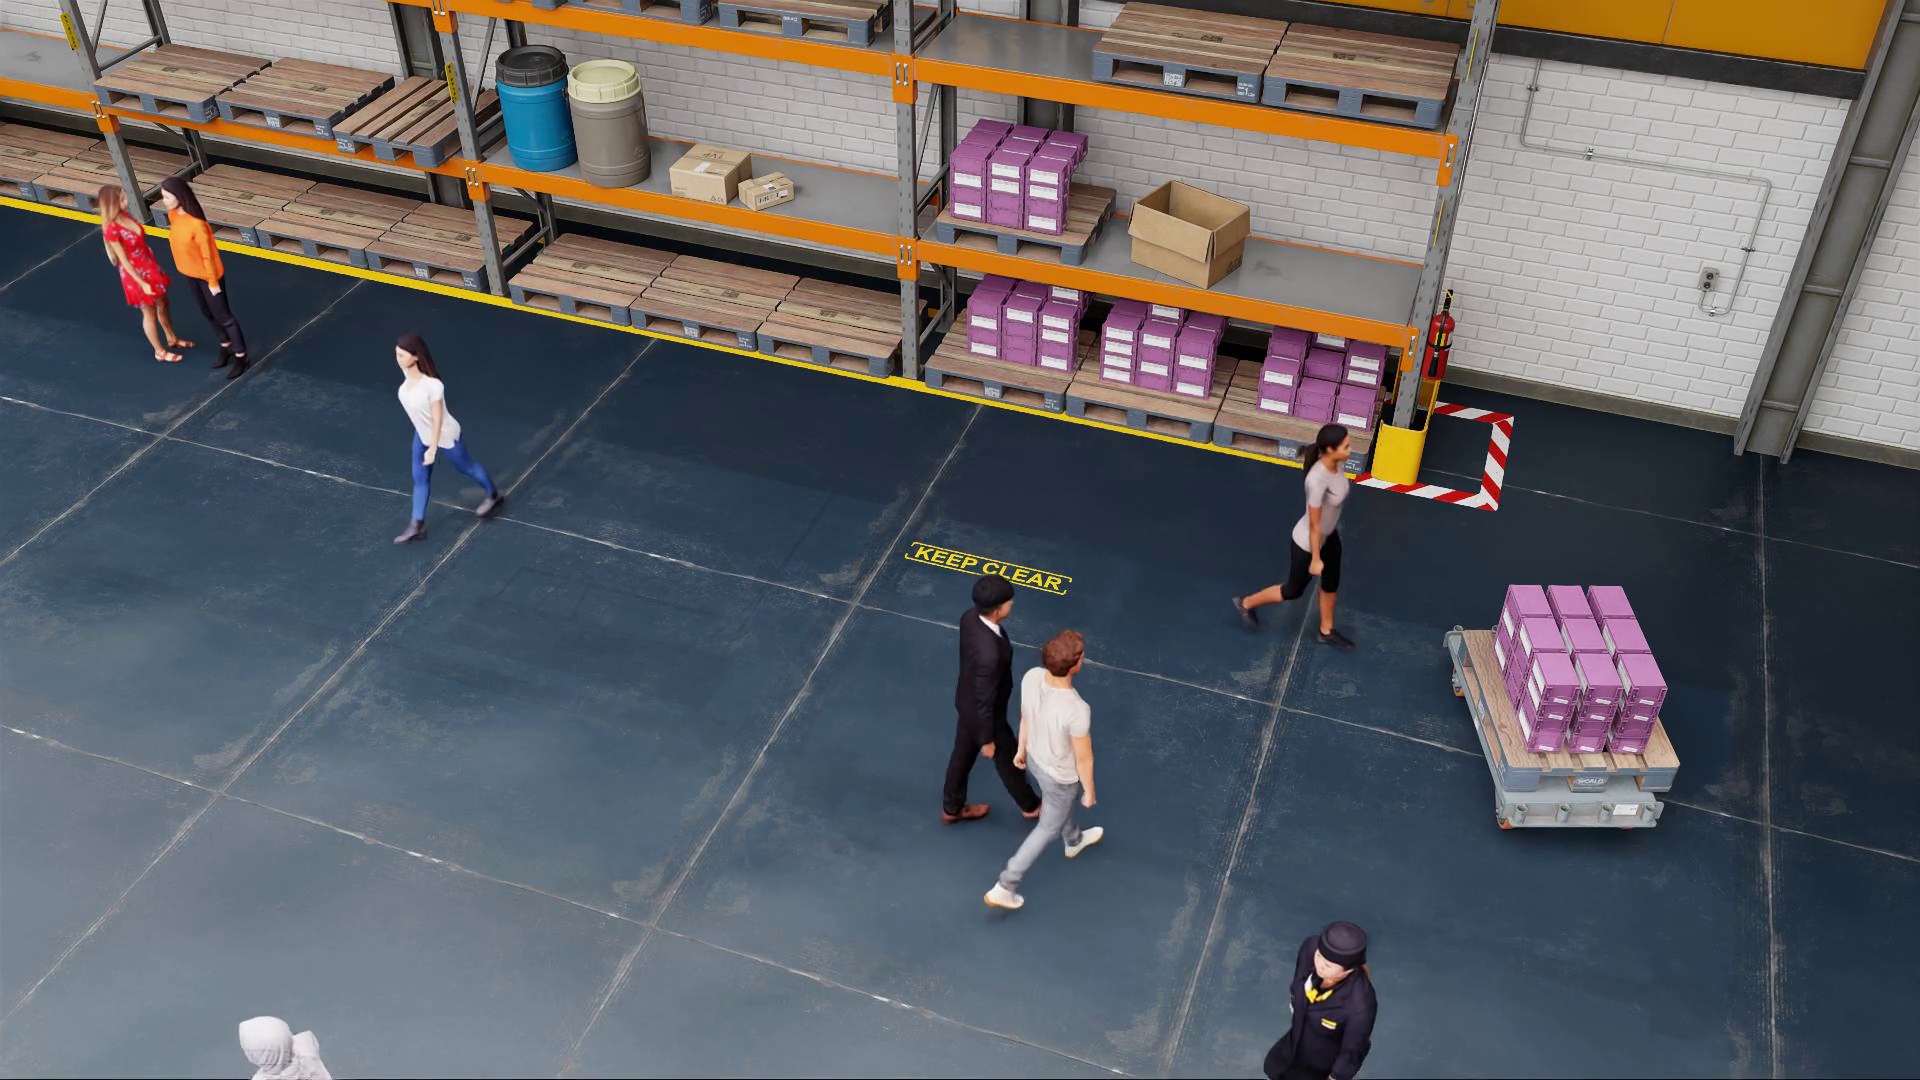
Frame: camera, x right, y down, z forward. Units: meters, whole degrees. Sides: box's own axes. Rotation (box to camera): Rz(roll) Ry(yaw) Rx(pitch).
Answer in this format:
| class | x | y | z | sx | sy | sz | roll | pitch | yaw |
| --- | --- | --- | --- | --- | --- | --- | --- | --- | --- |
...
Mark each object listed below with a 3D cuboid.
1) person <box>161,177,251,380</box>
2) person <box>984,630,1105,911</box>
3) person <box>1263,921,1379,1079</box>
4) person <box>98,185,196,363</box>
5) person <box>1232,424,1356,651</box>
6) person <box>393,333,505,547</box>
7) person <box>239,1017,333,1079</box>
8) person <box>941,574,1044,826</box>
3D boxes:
| class | x | y | z | sx | sy | sz | roll | pitch | yaw |
| --- | --- | --- | --- | --- | --- | --- | --- | --- | --- |
| person | -6.142 | -2.155 | 13.548 | 0.598 | 1.748 | 0.743 | 26 | 46 | 29 |
| person | 0.456 | 1.293 | 9.141 | 1.161 | 1.861 | 1.240 | -25 | 45 | -28 |
| person | 1.804 | 2.377 | 7.944 | 0.963 | 1.660 | 0.900 | -18 | 42 | -21 |
| person | -6.807 | -2.181 | 13.708 | 0.680 | 1.589 | 0.676 | 0 | 39 | 0 |
| person | 2.250 | 0.001 | 10.868 | 1.122 | 1.723 | 0.780 | 20 | 43 | 23 |
| person | -3.639 | -0.746 | 11.874 | 1.114 | 1.635 | 0.901 | 26 | 46 | 29 |
| person | -2.818 | 2.735 | 7.429 | 1.170 | 1.742 | 0.777 | 6 | 39 | 7 |
| person | 0.043 | 0.984 | 9.534 | 1.146 | 1.852 | 1.025 | -8 | 39 | -10 |
